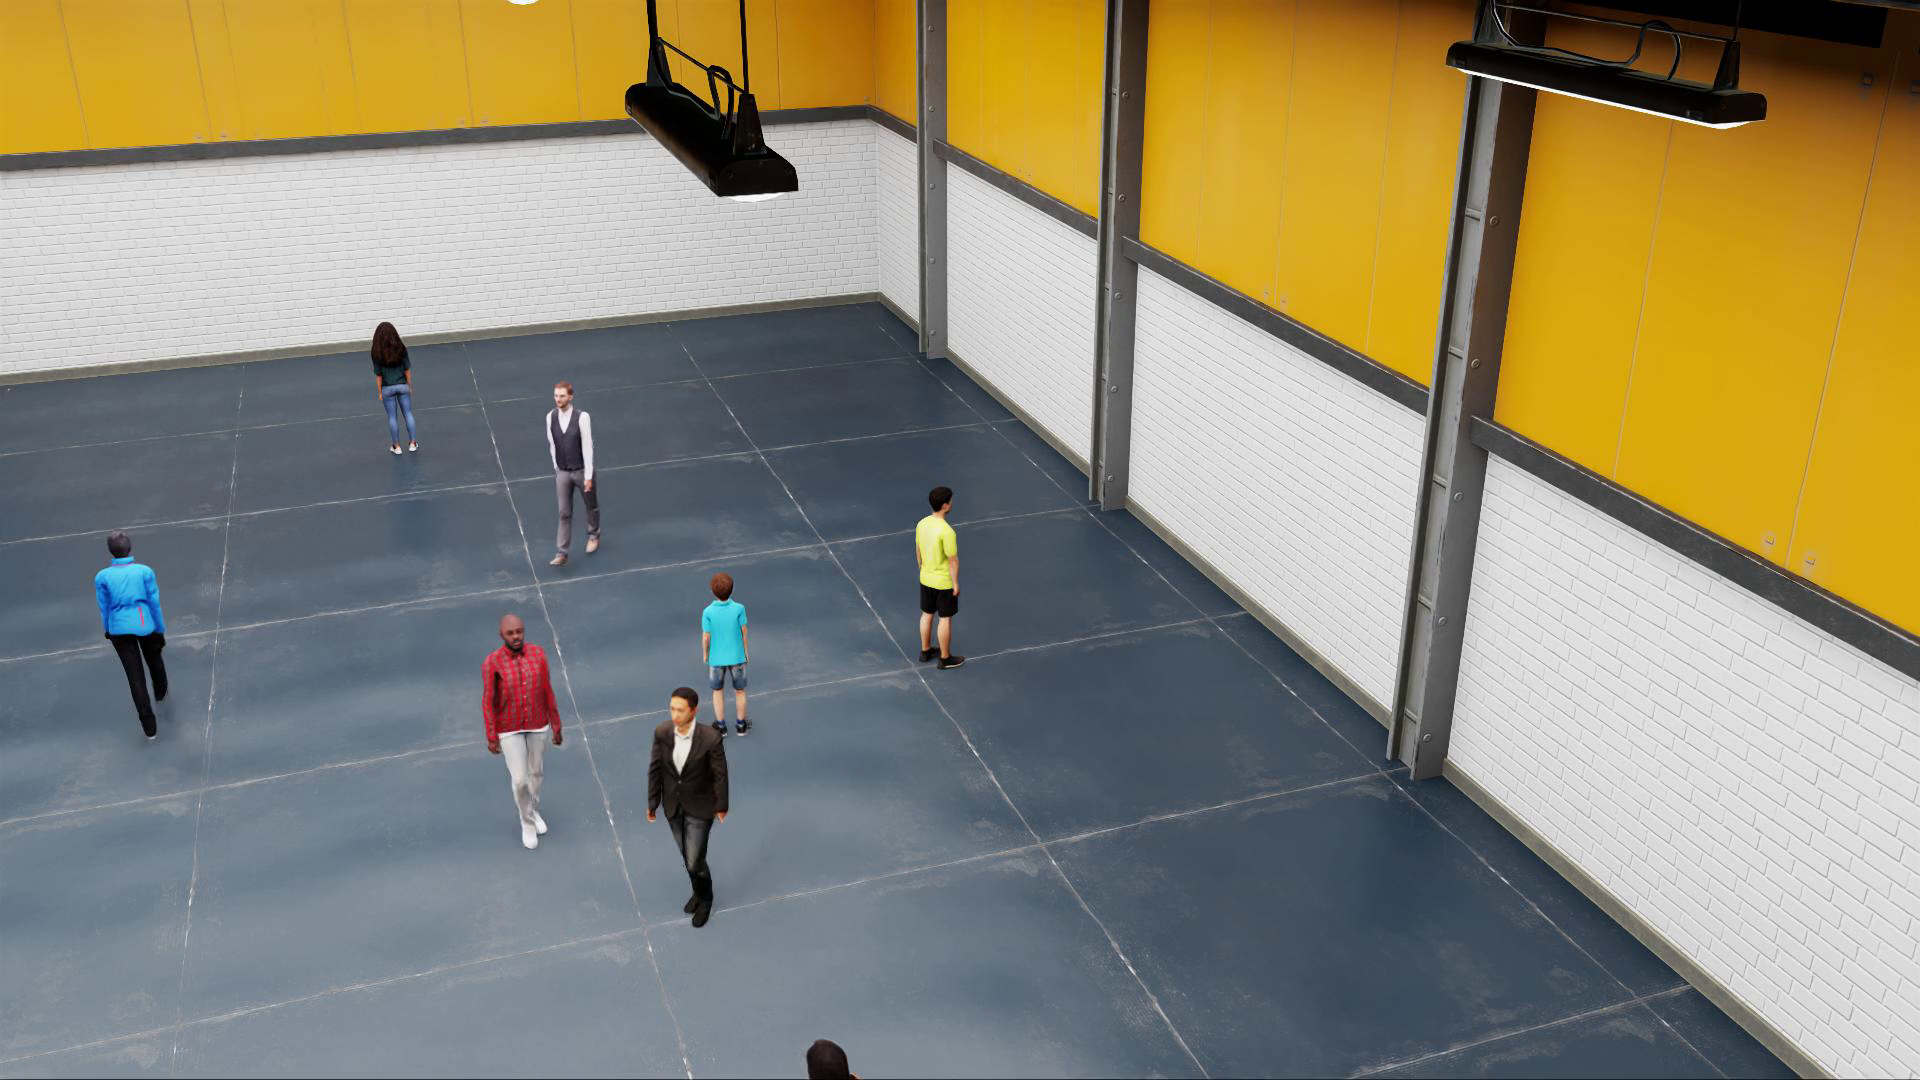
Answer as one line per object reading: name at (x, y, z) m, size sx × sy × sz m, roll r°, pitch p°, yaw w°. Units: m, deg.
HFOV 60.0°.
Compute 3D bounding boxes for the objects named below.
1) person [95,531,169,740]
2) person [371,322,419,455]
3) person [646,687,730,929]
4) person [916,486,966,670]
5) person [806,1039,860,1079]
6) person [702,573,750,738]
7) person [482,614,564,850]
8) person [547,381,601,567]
person at (-6.817, 0.823, 13.747) m, size 0.743 × 1.737 × 1.168 m, roll -13°, pitch 27°, yaw -27°
person at (-6.791, -1.834, 19.974) m, size 0.617 × 1.616 × 0.611 m, roll -11°, pitch 26°, yaw -23°
person at (-1.826, 1.775, 11.503) m, size 0.837 × 1.790 × 0.891 m, roll 10°, pitch 25°, yaw 21°
person at (-0.198, 0.328, 14.915) m, size 0.606 × 1.707 × 0.754 m, roll 22°, pitch 32°, yaw 40°
person at (-0.649, 3.197, 8.429) m, size 0.713 × 1.645 × 0.725 m, roll 19°, pitch 30°, yaw 36°
person at (-1.934, 0.957, 13.807) m, size 0.558 × 1.442 × 0.545 m, roll -5°, pitch 24°, yaw -11°
person at (-3.310, 1.350, 12.449) m, size 0.782 × 1.810 × 0.804 m, roll -15°, pitch 28°, yaw -31°
person at (-3.909, -0.727, 17.093) m, size 1.070 × 1.897 × 1.292 m, roll 4°, pitch 24°, yaw 9°
